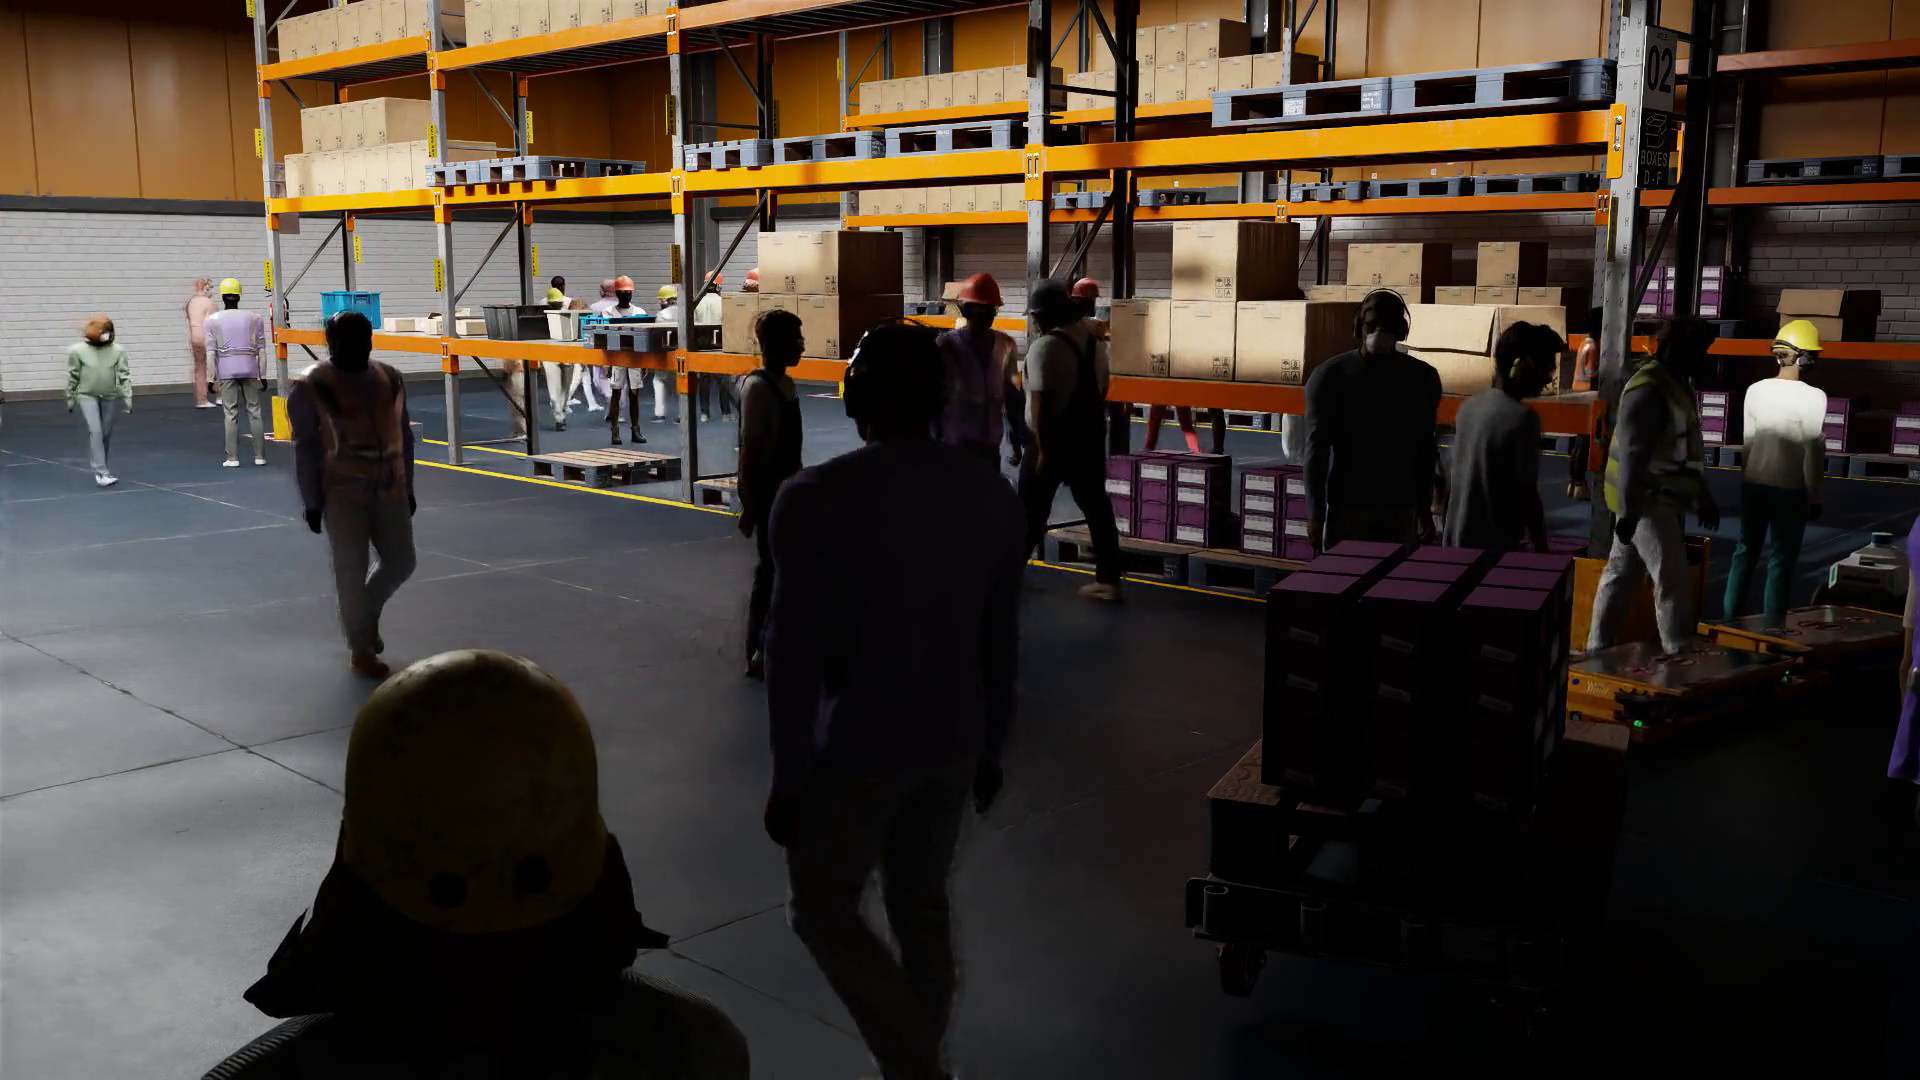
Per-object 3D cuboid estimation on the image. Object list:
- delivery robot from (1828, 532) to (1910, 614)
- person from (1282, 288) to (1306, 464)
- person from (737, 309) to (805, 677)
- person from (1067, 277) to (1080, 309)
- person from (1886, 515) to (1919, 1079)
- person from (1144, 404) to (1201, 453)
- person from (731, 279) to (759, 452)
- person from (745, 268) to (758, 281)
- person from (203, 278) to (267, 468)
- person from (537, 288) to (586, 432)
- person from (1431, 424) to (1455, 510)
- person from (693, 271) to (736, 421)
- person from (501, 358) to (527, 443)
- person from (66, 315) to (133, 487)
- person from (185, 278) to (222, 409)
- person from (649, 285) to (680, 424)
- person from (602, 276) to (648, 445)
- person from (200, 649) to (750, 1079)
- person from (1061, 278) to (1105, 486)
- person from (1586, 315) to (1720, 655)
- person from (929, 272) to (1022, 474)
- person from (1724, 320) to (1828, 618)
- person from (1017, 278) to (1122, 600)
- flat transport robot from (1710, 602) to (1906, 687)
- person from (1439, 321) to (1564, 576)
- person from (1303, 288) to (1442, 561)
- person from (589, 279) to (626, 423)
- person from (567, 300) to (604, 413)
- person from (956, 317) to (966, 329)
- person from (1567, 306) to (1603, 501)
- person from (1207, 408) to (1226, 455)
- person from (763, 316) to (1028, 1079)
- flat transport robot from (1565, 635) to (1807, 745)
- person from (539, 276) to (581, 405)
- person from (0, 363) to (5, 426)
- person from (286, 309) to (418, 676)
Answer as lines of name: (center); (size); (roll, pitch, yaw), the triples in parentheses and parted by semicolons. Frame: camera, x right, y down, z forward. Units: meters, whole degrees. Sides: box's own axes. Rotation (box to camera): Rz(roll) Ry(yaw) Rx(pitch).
delivery robot: (5.103, 0.201, 9.239); (0.477, 0.478, 0.707); (9, 13, 42)
person: (2.645, -1.007, 12.852); (0.468, 1.893, 0.766); (2, 9, 10)
person: (-0.864, -0.200, 8.102); (0.501, 1.828, 0.511); (1, 9, 6)
person: (1.044, -1.588, 16.249); (0.683, 1.943, 0.603); (7, 12, 37)
person: (2.154, 0.554, 3.434); (0.388, 1.837, 0.564); (-1, 9, -9)
person: (2.086, -1.478, 16.292); (0.530, 1.730, 0.910); (-5, 11, -30)
person: (-2.294, -1.919, 18.391); (0.401, 1.907, 0.648); (7, 12, 37)
person: (-2.380, -2.165, 19.513); (0.407, 2.031, 0.610); (4, 10, 25)
person: (-7.372, -1.696, 16.956); (0.585, 1.929, 0.370); (-6, 11, -33)
person: (-5.061, -2.282, 20.992); (0.597, 1.792, 0.922); (-4, 10, -25)
person: (3.834, -1.053, 13.823); (0.548, 1.647, 0.859); (-5, 11, -29)
person: (-3.270, -2.572, 22.124); (0.623, 1.992, 0.396); (1, 9, 8)
person: (-5.257, -1.966, 19.580); (0.343, 1.612, 0.764); (-3, 10, -20)
person: (-7.982, -1.285, 15.441); (0.524, 1.591, 0.839); (-9, 13, -44)
person: (-10.846, -2.853, 24.151); (0.673, 1.887, 0.656); (6, 11, 32)
person: (-3.808, -2.406, 21.672); (0.693, 1.810, 0.603); (8, 12, 39)
person: (-3.864, -2.072, 19.222); (0.545, 1.942, 0.352); (-5, 11, -29)
person: (-0.385, 0.938, 1.393); (0.484, 1.738, 0.305); (-5, 10, -28)
person: (1.138, -1.448, 15.401); (0.547, 1.938, 0.378); (9, 13, 42)
person: (3.374, -0.151, 7.855); (0.828, 1.798, 0.661); (6, 11, 32)
person: (0.054, -0.671, 10.461); (0.621, 2.011, 0.945); (-5, 11, -29)
person: (4.322, -0.270, 8.747); (0.357, 1.759, 0.524); (-3, 10, -20)
person: (0.600, -0.653, 10.219); (0.706, 2.000, 1.069); (-9, 13, -44)
flat transport robot: (4.408, 0.518, 8.446); (1.431, 0.197, 0.652); (-5, 10, -27)
person: (2.059, 0.077, 6.429); (0.395, 1.833, 0.568); (-2, 10, -14)
person: (1.817, -0.134, 7.355); (0.630, 1.936, 0.366); (-2, 9, -11)
person: (-4.553, -2.456, 21.749); (0.649, 1.894, 0.480); (-6, 11, -35)
person: (-5.388, -2.596, 23.499); (0.501, 1.596, 0.837); (8, 12, 40)
person: (0.161, -2.590, 23.360); (0.500, 1.626, 0.282); (-4, 10, -24)
person: (5.525, -1.193, 14.578); (0.317, 1.695, 0.540); (2, 9, 12)
person: (2.561, -1.698, 16.957); (0.376, 1.933, 0.544); (3, 10, 17)
person: (-0.118, 0.477, 3.652); (0.645, 1.921, 0.514); (-6, 11, -34)
flat transport robot: (3.214, 0.656, 7.604); (1.431, 0.197, 0.652); (-7, 12, -38)
person: (-5.978, -2.969, 24.787); (0.587, 1.920, 0.397); (3, 10, 17)
person: (-9.738, -1.464, 16.431); (0.540, 1.624, 0.388); (-2, 9, -12)
person: (-3.010, -0.237, 8.317); (0.459, 1.823, 0.646); (8, 12, 40)
